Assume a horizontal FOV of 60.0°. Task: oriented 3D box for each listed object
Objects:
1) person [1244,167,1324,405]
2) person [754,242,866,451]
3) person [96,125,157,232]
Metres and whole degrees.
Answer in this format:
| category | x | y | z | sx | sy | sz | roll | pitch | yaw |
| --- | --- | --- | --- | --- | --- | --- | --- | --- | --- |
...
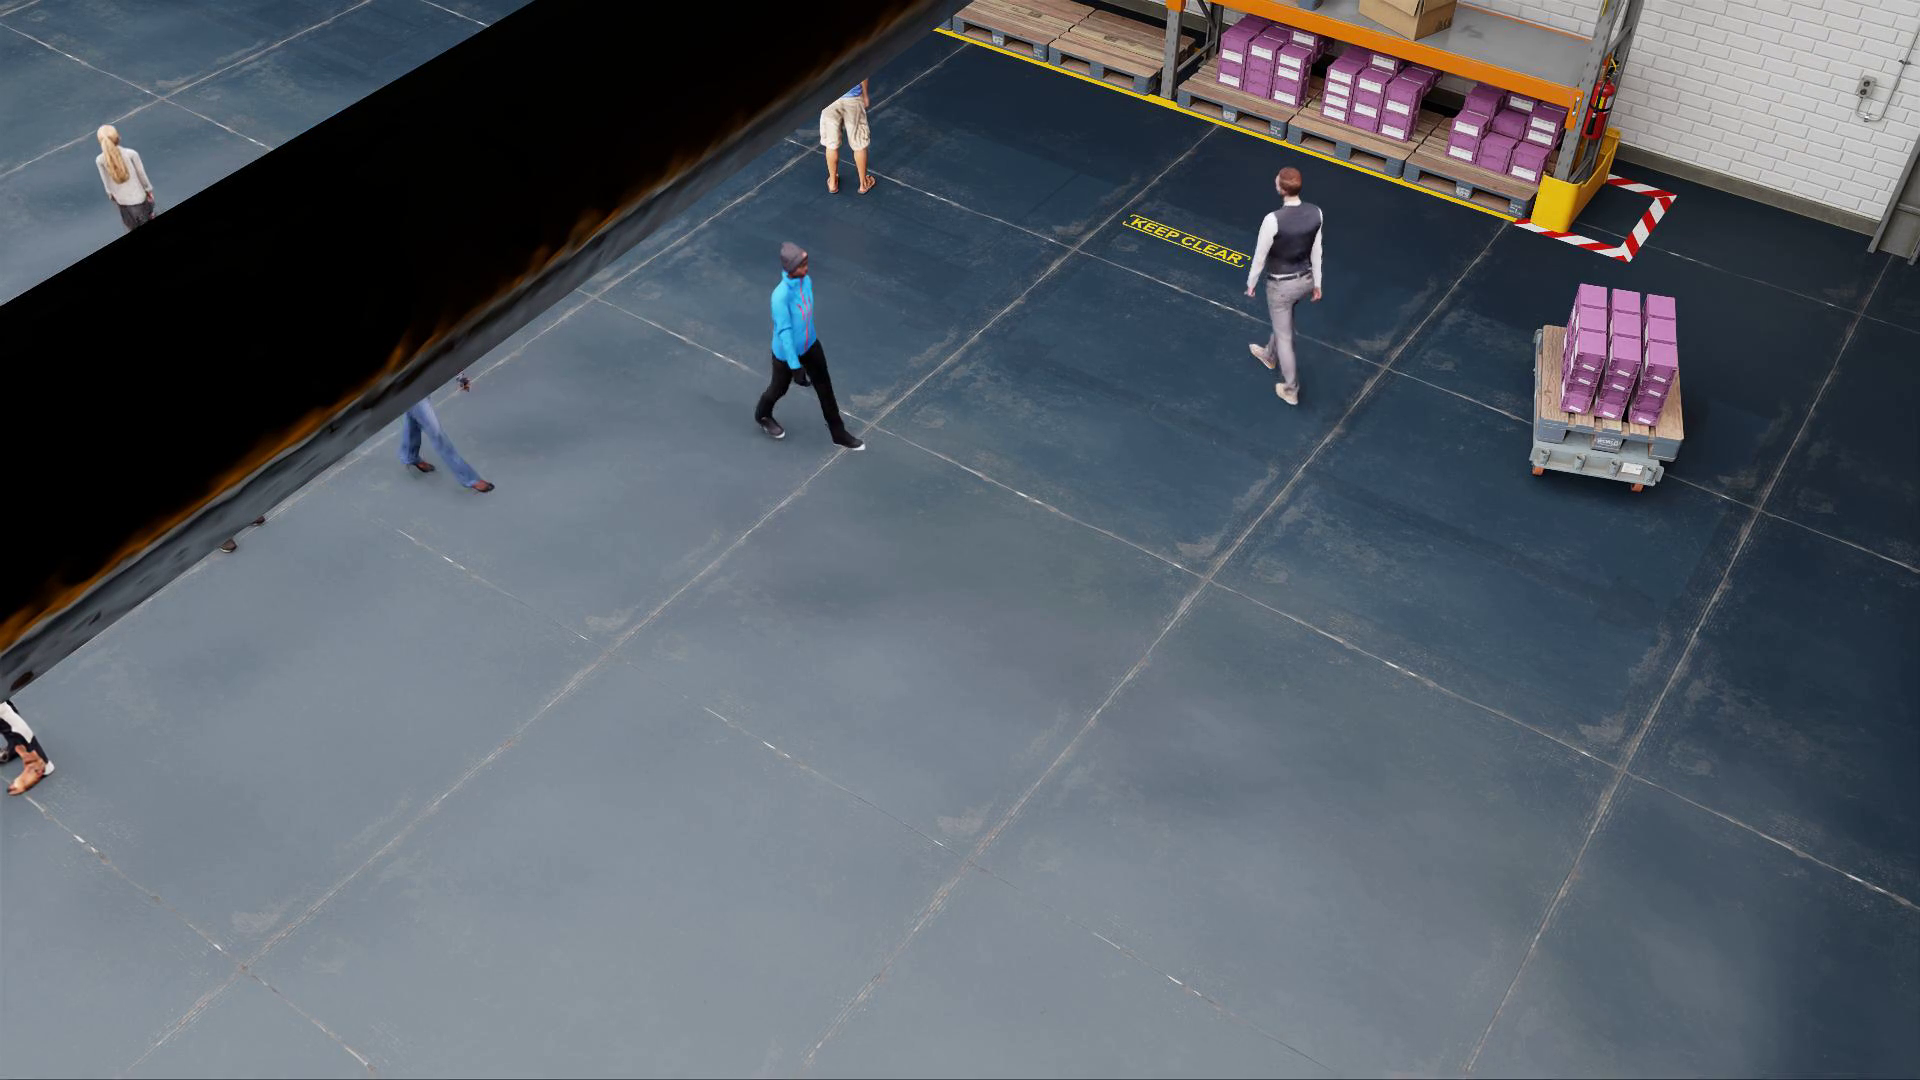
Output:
| category | x | y | z | sx | sy | sz | roll | pitch | yaw |
| --- | --- | --- | --- | --- | --- | --- | --- | --- | --- |
| person | 2.575 | -1.906 | 12.746 | 0.985 | 1.902 | 1.140 | -13 | 45 | -13 |
| person | -1.296 | -1.414 | 12.337 | 1.131 | 1.754 | 0.603 | 24 | 49 | 24 |
| person | -7.127 | -2.942 | 14.300 | 0.678 | 1.258 | 0.783 | -21 | 48 | -21 |
